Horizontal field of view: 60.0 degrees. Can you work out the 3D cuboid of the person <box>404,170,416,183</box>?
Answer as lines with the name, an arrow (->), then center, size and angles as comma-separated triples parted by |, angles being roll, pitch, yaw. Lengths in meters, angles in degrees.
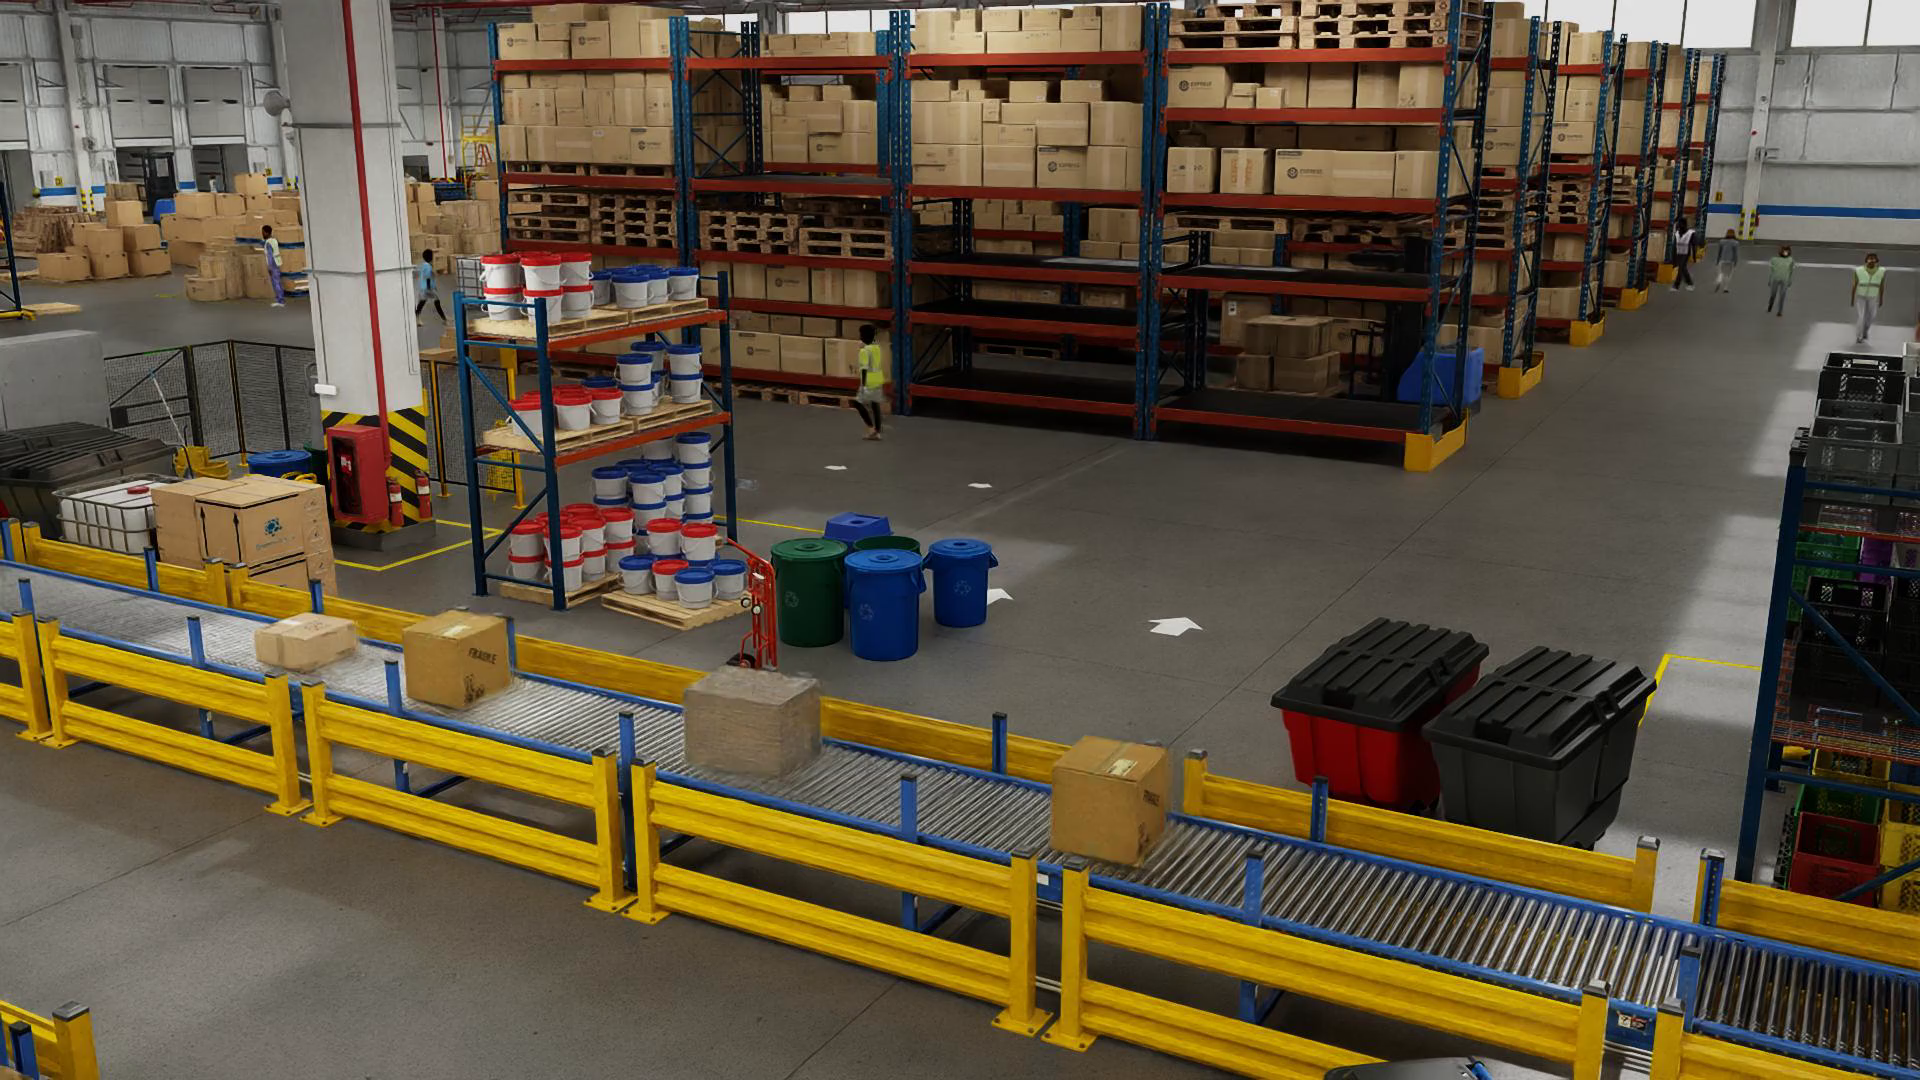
person -> -22.934, -14.431, 69.194 | 0.627, 1.912, 0.691 | 0, 15, 1

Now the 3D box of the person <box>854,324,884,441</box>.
person -> -1.286, -2.238, 23.804 | 0.379, 1.683, 0.547 | 9, 17, 29

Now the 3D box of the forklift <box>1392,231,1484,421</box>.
forklift -> 7.030, -3.292, 25.477 | 1.873, 2.768, 1.129 | 8, 17, 28

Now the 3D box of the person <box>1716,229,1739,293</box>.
person -> 19.355, -7.038, 41.962 | 0.523, 1.618, 0.415 | 11, 19, 36

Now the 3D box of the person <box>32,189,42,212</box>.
person -> -32.078, -11.378, 58.087 | 0.830, 1.706, 0.512 | 0, 15, -2

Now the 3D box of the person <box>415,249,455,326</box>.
person -> -11.454, -5.442, 35.913 | 0.897, 1.646, 0.548 | -10, 18, -32

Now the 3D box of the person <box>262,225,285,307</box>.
person -> -16.228, -6.478, 39.329 | 0.389, 1.908, 0.584 | -3, 15, -10

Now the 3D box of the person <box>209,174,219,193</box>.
person -> -32.131, -14.950, 71.679 | 0.514, 1.639, 0.309 | 9, 17, 29

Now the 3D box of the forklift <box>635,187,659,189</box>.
forklift -> -11.434, -12.668, 60.724 | 1.129, 2.768, 1.873 | -1, 15, -3

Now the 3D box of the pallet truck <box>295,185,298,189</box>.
pallet truck -> -26.804, -14.617, 69.738 | 1.885, 1.965, 0.823 | -14, 20, -42

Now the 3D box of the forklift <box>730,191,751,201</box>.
forklift -> -6.786, -10.188, 51.400 | 1.129, 2.768, 1.873 | 8, 17, 27

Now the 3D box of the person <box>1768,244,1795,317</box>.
person -> 18.538, -5.872, 37.576 | 0.522, 1.619, 0.450 | 4, 15, 14

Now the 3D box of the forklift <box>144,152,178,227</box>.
forklift -> -30.070, -13.240, 62.873 | 1.873, 2.768, 1.129 | 8, 17, 28

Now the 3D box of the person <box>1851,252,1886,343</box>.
person -> 18.222, -4.868, 33.404 | 0.600, 1.828, 0.449 | 5, 16, 18

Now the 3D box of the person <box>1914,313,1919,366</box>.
person -> 15.568, -3.111, 26.687 | 0.509, 1.887, 0.661 | -1, 15, -3

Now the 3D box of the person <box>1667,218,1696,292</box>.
person -> 18.494, -7.274, 42.419 | 0.959, 1.861, 0.640 | -6, 16, -23
